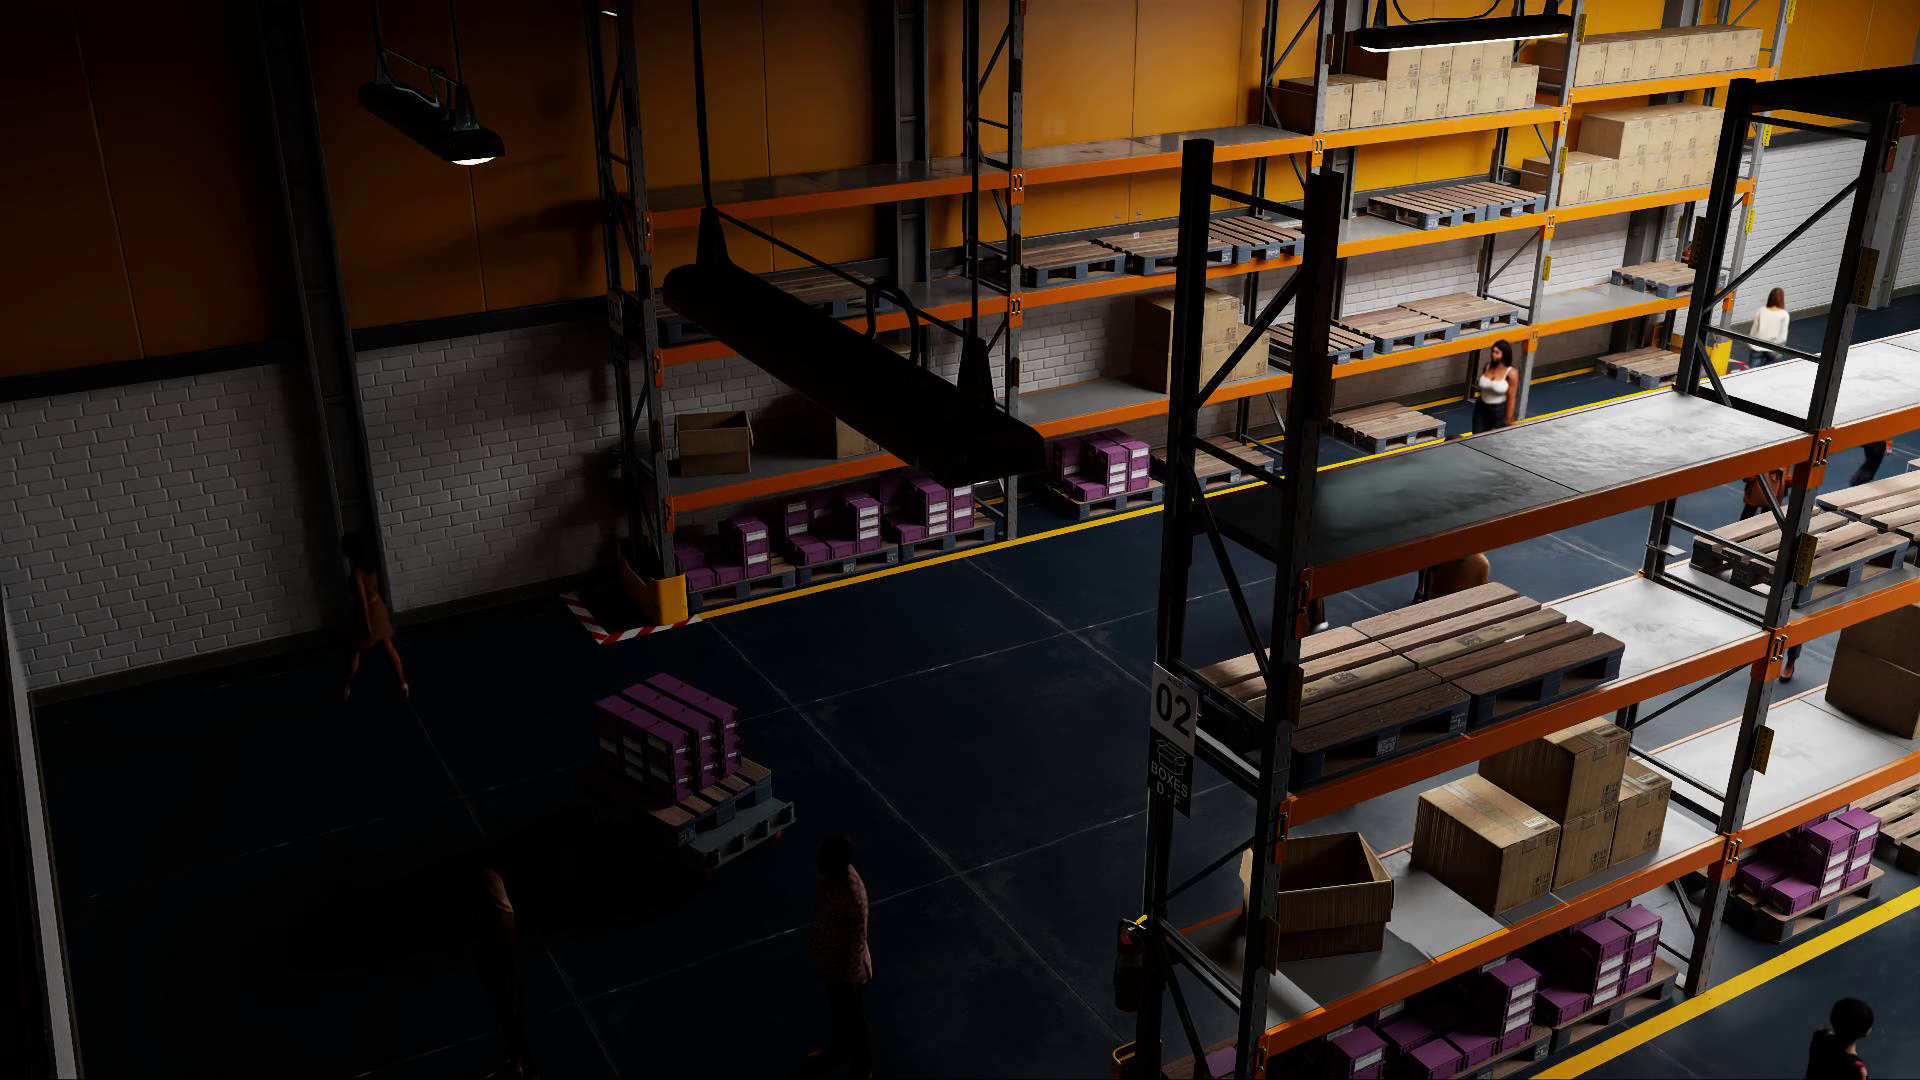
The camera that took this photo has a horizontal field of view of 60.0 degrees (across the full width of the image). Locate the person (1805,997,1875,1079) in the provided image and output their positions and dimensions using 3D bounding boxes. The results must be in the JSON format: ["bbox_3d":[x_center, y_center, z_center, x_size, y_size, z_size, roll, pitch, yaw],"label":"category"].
[{"bbox_3d":[4.749,3.216,9.288,1.074,1.518,0.699,-8,25,-17],"label":"person"}]

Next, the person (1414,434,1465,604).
[{"bbox_3d":[4.790,-0.183,16.631,0.701,1.865,0.685,-1,24,-2],"label":"person"}]

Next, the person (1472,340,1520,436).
[{"bbox_3d":[6.377,-1.506,19.753,1.048,1.788,0.734,-18,29,-35],"label":"person"}]

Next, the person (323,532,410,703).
[{"bbox_3d":[-5.186,0.712,14.840,1.054,1.659,0.855,-2,24,-4],"label":"person"}]

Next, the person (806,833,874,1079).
[{"bbox_3d":[-0.722,2.594,10.349,0.598,1.808,0.687,-11,26,-23],"label":"person"}]

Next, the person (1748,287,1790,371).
[{"bbox_3d":[10.751,-2.528,22.244,0.927,1.666,0.755,-22,32,-40],"label":"person"}]

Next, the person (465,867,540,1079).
[{"bbox_3d":[-2.796,2.710,10.213,0.493,1.704,0.598,-13,27,-28],"label":"person"}]
